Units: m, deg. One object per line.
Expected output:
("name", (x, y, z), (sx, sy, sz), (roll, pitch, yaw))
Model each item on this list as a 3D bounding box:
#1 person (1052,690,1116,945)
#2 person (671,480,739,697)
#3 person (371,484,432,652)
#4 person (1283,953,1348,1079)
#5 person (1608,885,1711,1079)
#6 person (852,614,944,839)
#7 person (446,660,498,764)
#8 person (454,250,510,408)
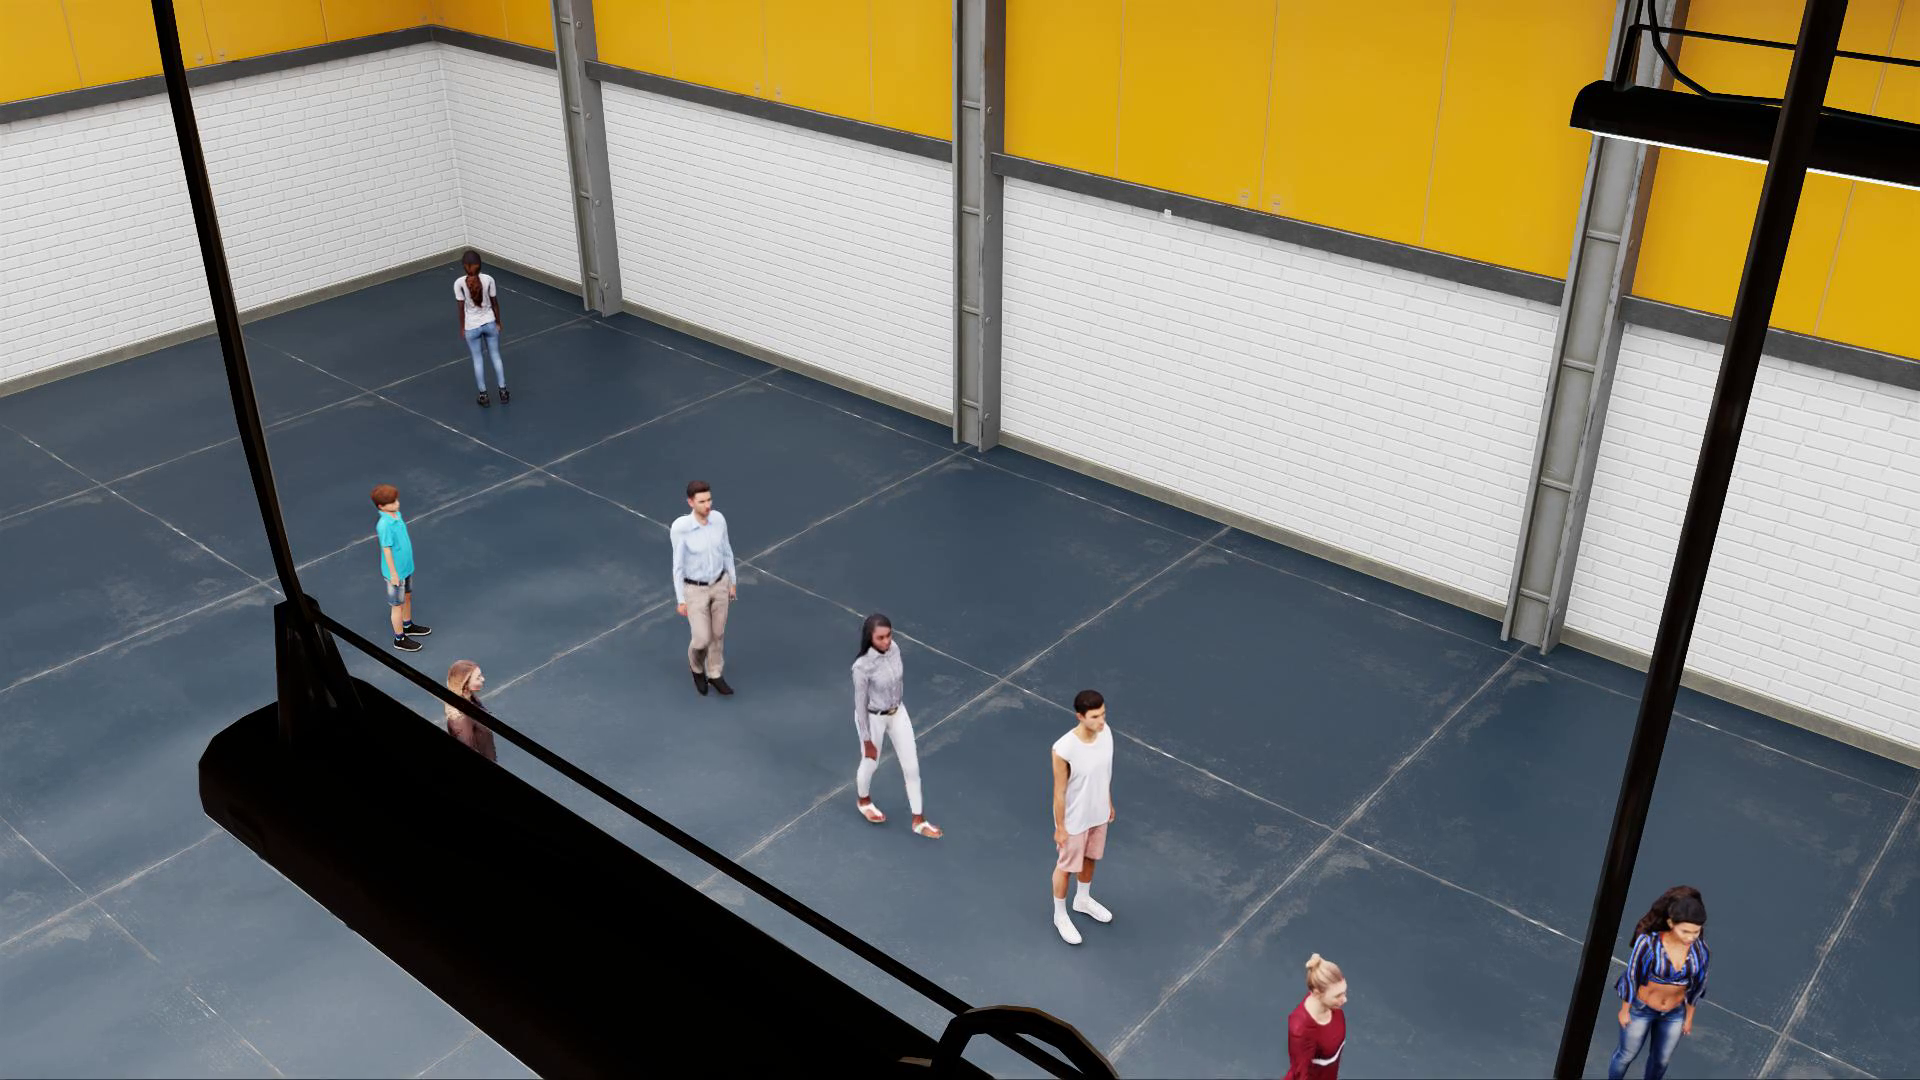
("person", (0.763, 1.693, 10.449), (0.668, 1.789, 0.611), (-23, 36, -36))
("person", (-2.012, 0.349, 12.868), (0.711, 1.832, 0.715), (-21, 35, -33))
("person", (-4.590, 0.195, 13.551), (0.632, 1.449, 0.592), (1, 29, 2))
("person", (1.717, 2.796, 8.562), (1.061, 1.661, 0.638), (22, 35, 34))
("person", (3.792, 2.544, 9.064), (0.668, 1.621, 0.760), (3, 29, 5))
("person", (-0.598, 1.229, 11.398), (0.702, 1.696, 1.003), (-24, 37, -37))
("person", (-3.222, 1.557, 10.822), (1.135, 1.672, 1.051), (-2, 29, -3))
("person", (-5.125, -2.271, 17.788), (0.657, 1.720, 0.638), (-14, 32, -24))
